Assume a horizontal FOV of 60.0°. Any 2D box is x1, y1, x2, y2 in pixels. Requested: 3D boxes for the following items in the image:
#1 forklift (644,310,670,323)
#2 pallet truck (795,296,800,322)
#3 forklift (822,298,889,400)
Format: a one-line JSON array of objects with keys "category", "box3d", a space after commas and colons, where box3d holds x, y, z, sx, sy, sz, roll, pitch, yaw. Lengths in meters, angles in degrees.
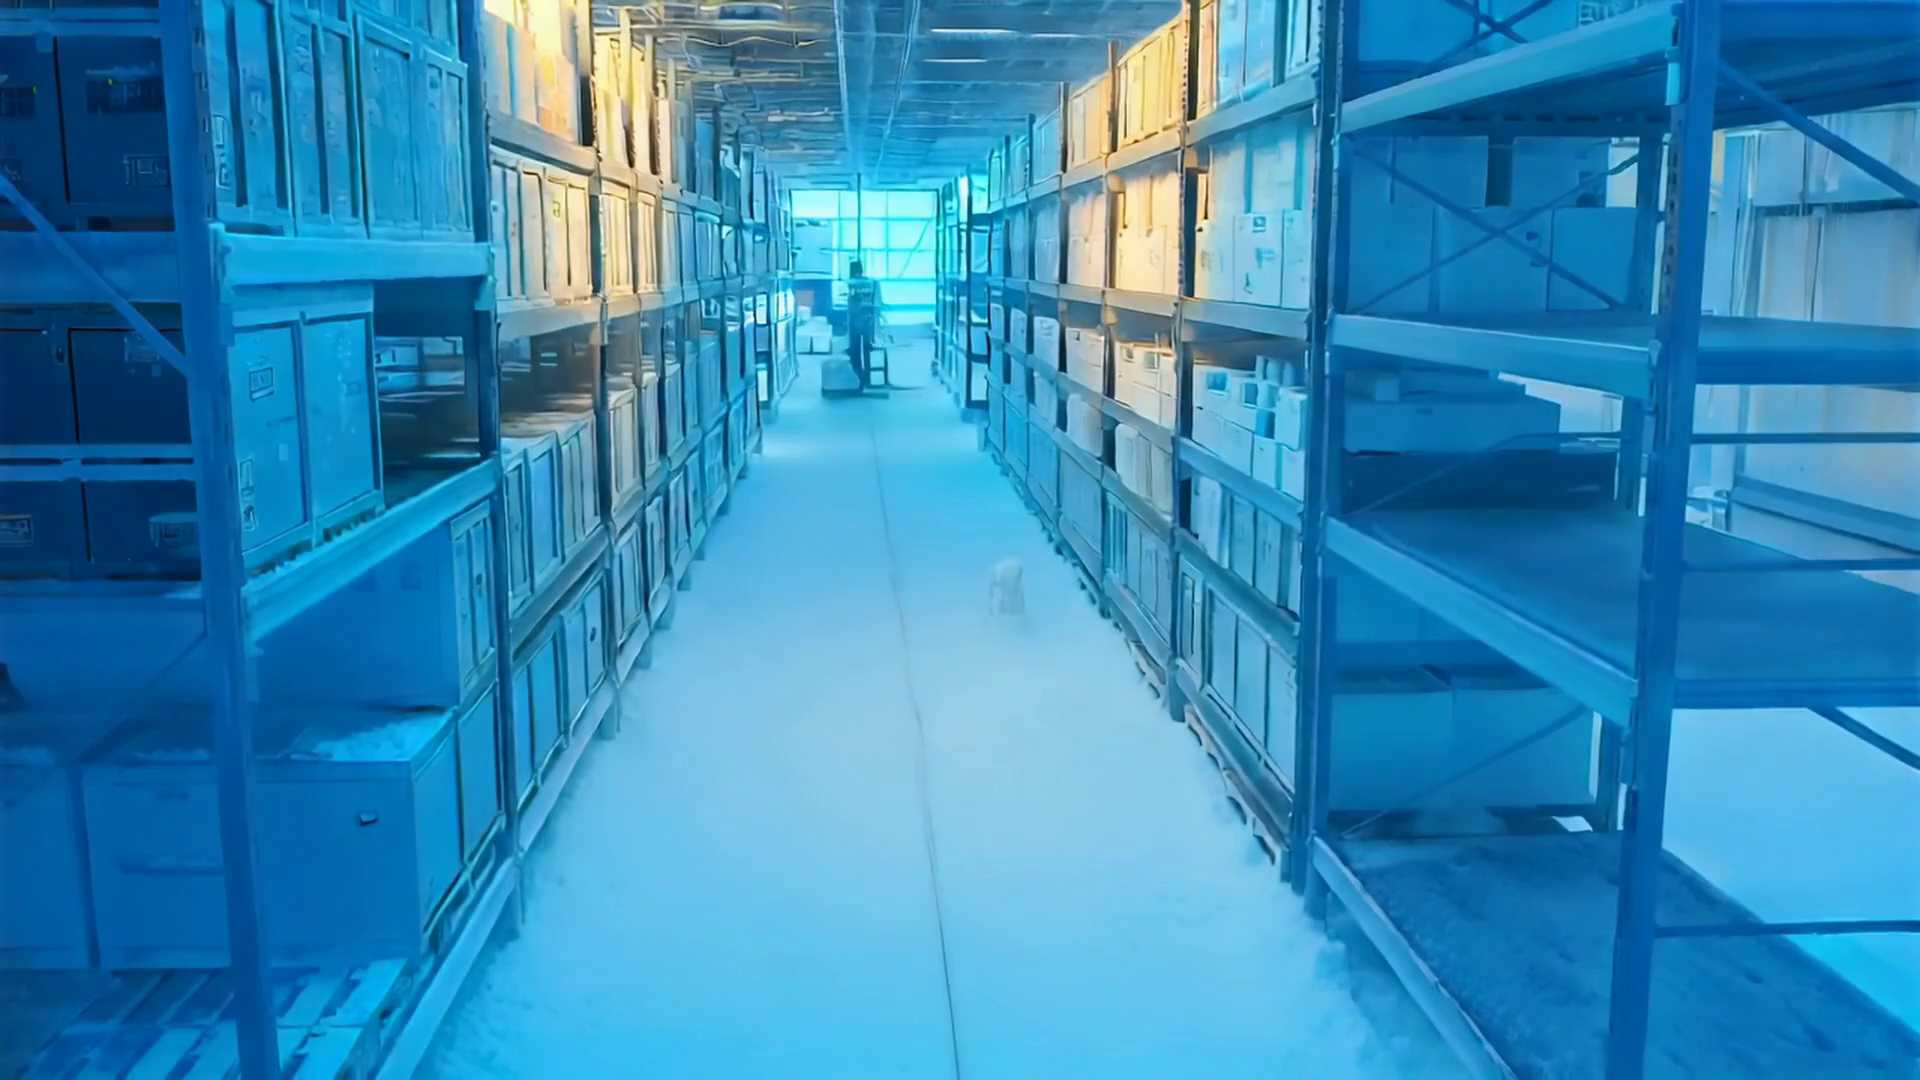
[{"category": "forklift", "box3d": [-10.405, -7.166, 57.273, 1.129, 2.768, 1.873, -1, 10, -3]}, {"category": "pallet truck", "box3d": [-8.622, -12.439, 91.403, 1.885, 1.965, 0.823, 2, 10, 13]}, {"category": "forklift", "box3d": [-2.925, -5.338, 46.355, 1.873, 2.768, 1.129, -1, 10, -3]}]
